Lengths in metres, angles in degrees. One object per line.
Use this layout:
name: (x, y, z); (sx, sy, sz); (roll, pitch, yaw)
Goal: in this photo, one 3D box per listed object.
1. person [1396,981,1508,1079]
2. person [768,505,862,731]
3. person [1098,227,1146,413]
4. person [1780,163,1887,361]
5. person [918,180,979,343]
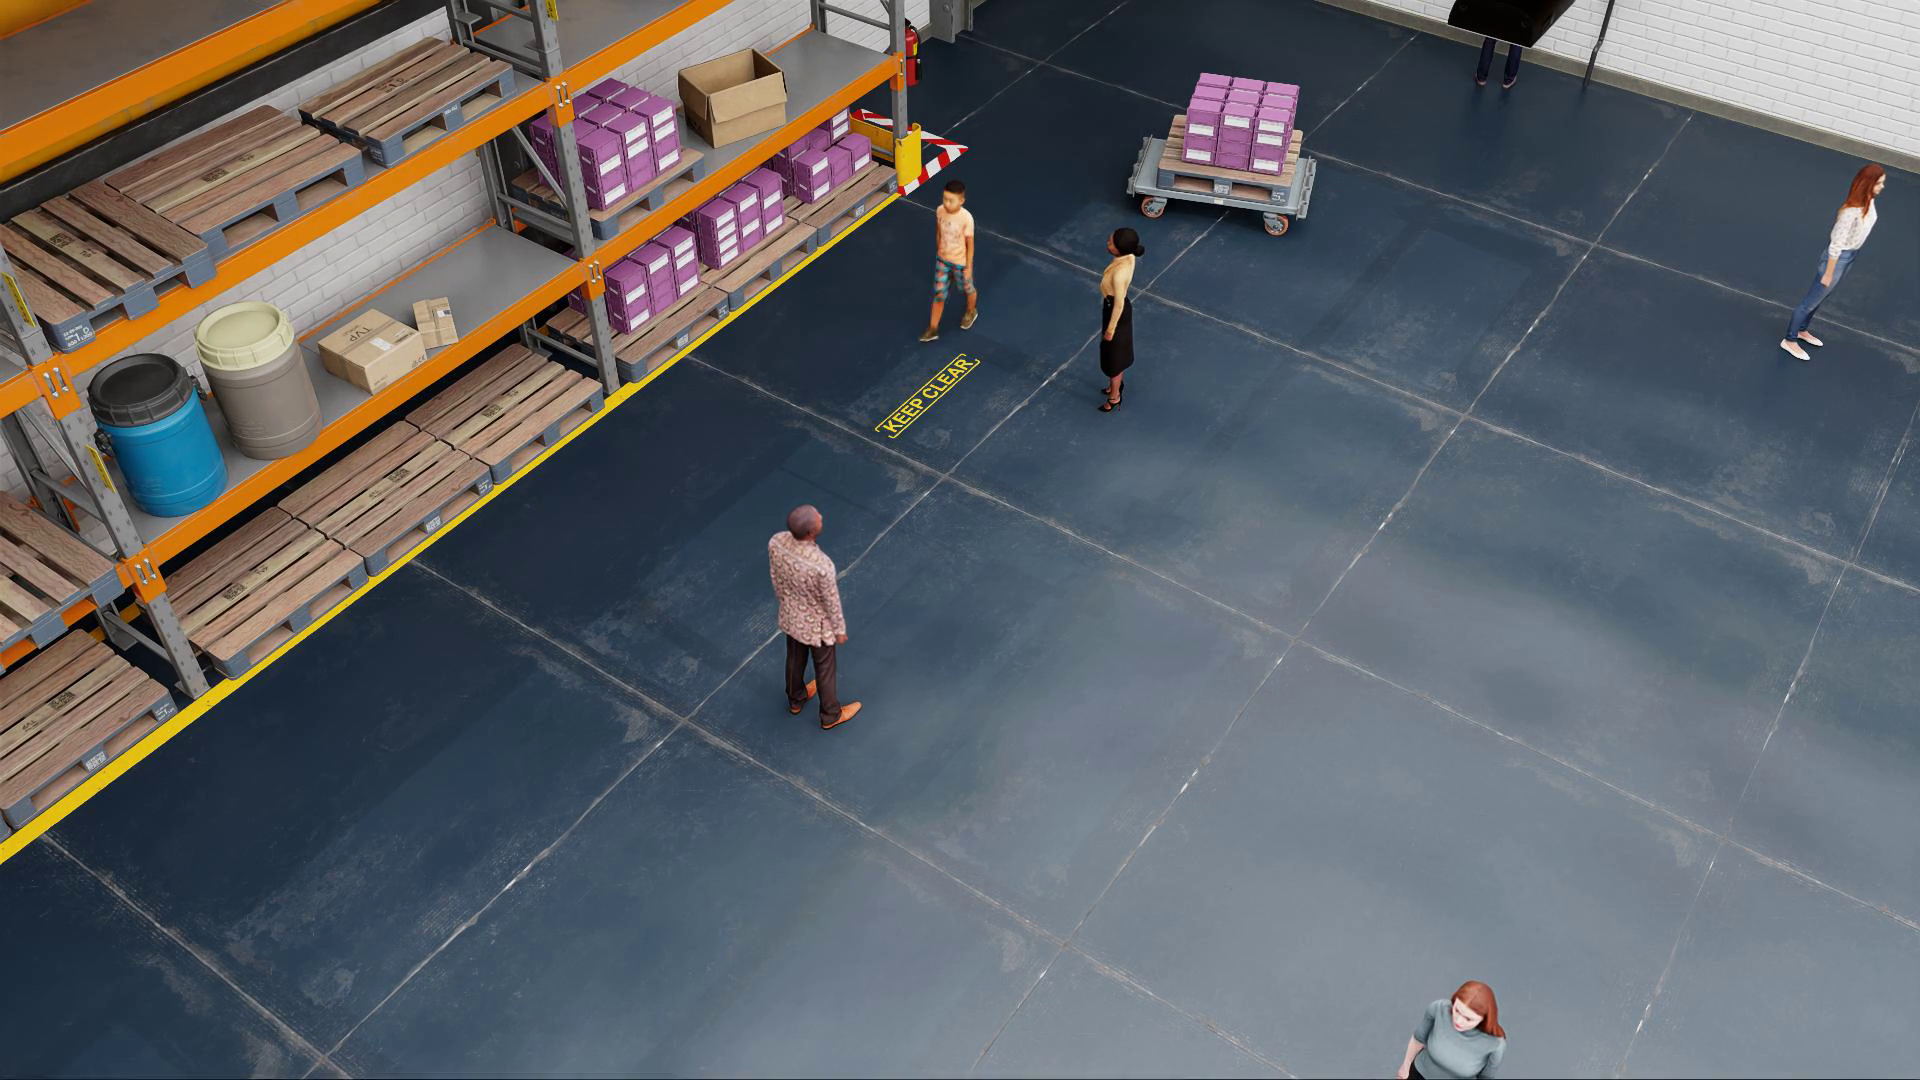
person: (2.391, 2.691, 8.240); (0.580, 1.743, 0.549); (29, 51, 27)
person: (-0.955, 0.482, 10.513); (0.694, 1.808, 0.573); (27, 50, 26)
person: (1.215, -1.716, 12.931); (0.710, 1.653, 0.589); (9, 44, 9)
person: (7.096, -2.277, 13.466); (0.486, 1.728, 0.674); (-35, 53, -31)
person: (0.000, -2.355, 13.763); (0.622, 1.432, 0.936); (21, 47, 21)
